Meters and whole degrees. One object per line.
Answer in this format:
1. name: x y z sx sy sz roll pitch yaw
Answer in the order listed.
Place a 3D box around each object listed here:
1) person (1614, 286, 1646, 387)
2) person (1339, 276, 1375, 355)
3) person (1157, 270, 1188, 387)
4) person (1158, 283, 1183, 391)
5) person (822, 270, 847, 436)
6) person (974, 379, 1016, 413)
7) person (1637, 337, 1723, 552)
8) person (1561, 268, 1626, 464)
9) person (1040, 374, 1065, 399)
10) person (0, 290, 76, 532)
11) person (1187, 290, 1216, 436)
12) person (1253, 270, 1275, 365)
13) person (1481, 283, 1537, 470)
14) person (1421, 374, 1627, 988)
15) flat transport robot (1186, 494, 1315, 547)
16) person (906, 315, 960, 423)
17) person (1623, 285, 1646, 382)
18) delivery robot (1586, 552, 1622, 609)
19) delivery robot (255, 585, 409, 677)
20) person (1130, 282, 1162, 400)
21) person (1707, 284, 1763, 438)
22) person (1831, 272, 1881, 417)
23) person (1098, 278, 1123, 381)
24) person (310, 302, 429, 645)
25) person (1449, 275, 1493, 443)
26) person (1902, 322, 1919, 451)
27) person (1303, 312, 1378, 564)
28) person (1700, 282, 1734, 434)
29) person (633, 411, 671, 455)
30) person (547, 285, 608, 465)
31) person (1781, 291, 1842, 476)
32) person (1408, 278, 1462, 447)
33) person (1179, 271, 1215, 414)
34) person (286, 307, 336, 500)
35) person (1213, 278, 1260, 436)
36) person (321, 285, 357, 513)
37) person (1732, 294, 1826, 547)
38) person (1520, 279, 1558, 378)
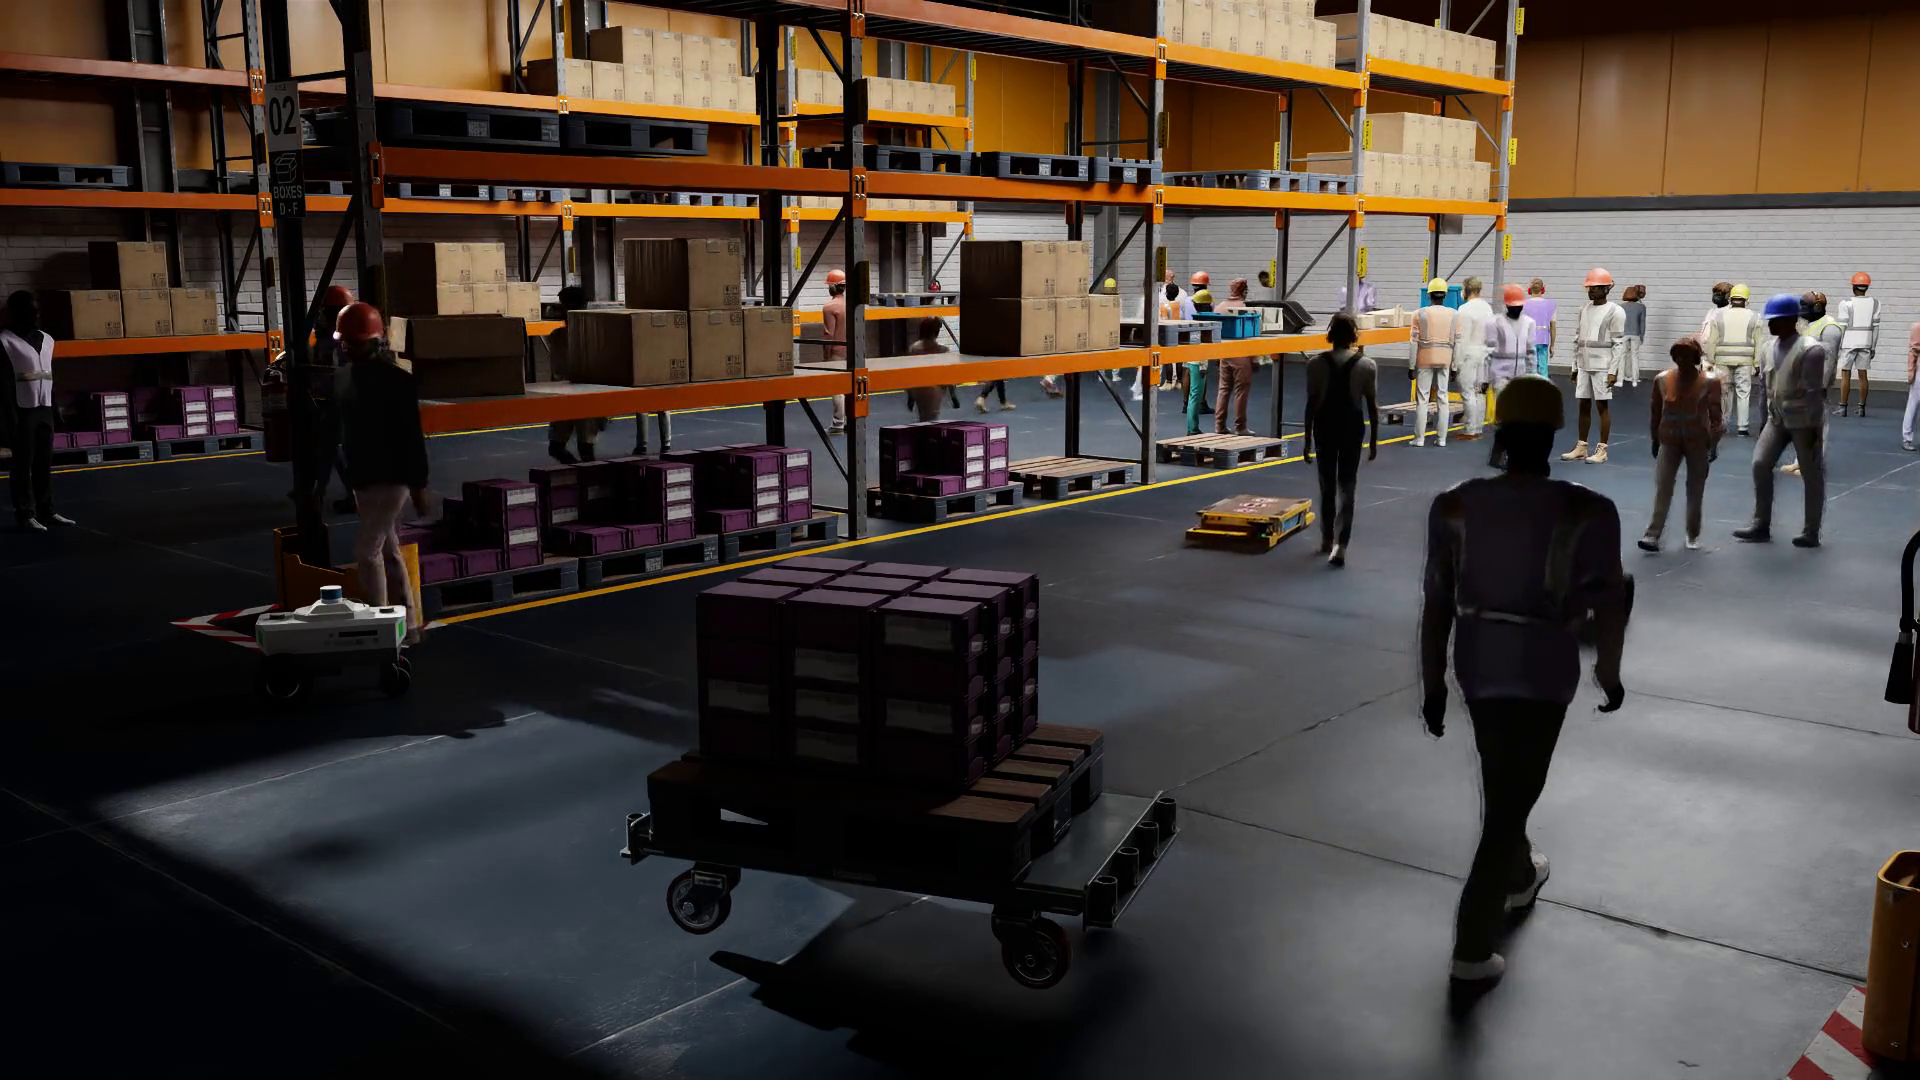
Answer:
1. person: 10.897 -3.308 27.101 0.507 1.631 0.266 1 10 6
2. person: 6.669 -3.653 28.040 0.613 1.999 1.003 3 10 17
3. person: 3.371 -3.426 27.036 0.647 1.897 0.399 -1 10 -5
4. person: 3.349 -3.205 26.331 0.533 1.697 0.319 -8 13 -40
5. person: -1.459 -2.255 20.076 0.377 1.995 0.608 7 12 33
6. person: 0.476 -2.580 22.836 0.783 1.672 0.534 -6 12 -31
7. person: 5.335 -0.688 12.274 0.541 1.591 0.851 8 13 38
8. person: 6.654 -1.819 17.458 0.374 2.044 0.606 -5 11 -27
9. person: 1.442 -3.048 24.812 0.491 1.919 0.691 -6 11 -30
10. person: -7.443 -1.030 13.312 0.392 1.922 0.592 2 10 10
11. person: 2.849 -2.067 19.658 0.311 1.768 0.531 0 10 3
12. person: 5.886 -4.284 32.099 0.591 1.828 0.467 -4 11 -21
13. person: 5.648 -1.661 16.978 0.570 1.892 0.644 -3 10 -16
14. person: 1.777 0.410 5.288 0.585 1.860 1.028 8 13 38
15. flat transport robot: 2.311 -0.171 13.115 0.652 0.197 1.431 5 11 25
16. person: -0.280 -1.386 16.258 0.508 1.594 0.875 10 14 44
17. person: 11.422 -3.496 28.151 0.314 1.640 0.516 3 10 16
18. delivery robot: 3.781 0.187 10.003 0.477 0.478 0.707 5 11 24
19. delivery robot: -3.152 0.473 8.376 0.707 0.478 0.477 -3 11 -17
20. person: 2.768 -2.977 24.633 0.452 1.842 0.514 -1 10 -7
21. person: 9.243 -2.134 19.853 0.600 1.830 0.403 5 11 26
22. person: 11.988 -2.612 22.272 0.551 1.937 0.357 1 10 3
23. person: 2.536 -3.576 28.313 0.494 1.743 0.308 3 10 16
24. person: -3.276 -0.310 9.089 0.652 1.953 0.800 7 12 35
25. person: 5.947 -2.102 19.365 0.353 1.937 0.635 9 14 43
26. person: 10.817 -1.867 18.524 0.527 1.765 0.328 -1 10 -3
27. person: 2.751 -0.742 12.028 0.530 1.805 0.952 2 10 14
28. person: 9.236 -2.211 20.268 0.430 1.841 0.634 -2 10 -10
29. person: -3.402 -1.838 18.192 0.586 1.824 0.403 -5 11 -25
30. person: -3.161 -1.132 13.794 0.626 1.950 0.455 6 11 29
31. person: 8.470 -1.552 16.560 0.429 1.831 0.634 0 10 -1
32. person: 5.381 -2.009 18.906 0.582 1.919 0.386 0 10 -2
33. person: 3.248 -2.679 22.657 0.548 1.938 0.358 8 13 39
34. person: -5.616 -1.249 14.967 0.599 1.789 0.924 7 12 33
35. person: 3.346 -2.205 20.088 0.401 1.899 0.639 -9 13 -41
36. person: -5.262 -1.199 14.226 0.364 1.935 0.553 -4 11 -22
37. person: 6.266 -0.895 12.608 0.624 1.909 0.606 -3 10 -17
38. person: 7.839 -2.636 22.693 0.564 1.837 0.388 0 10 2
